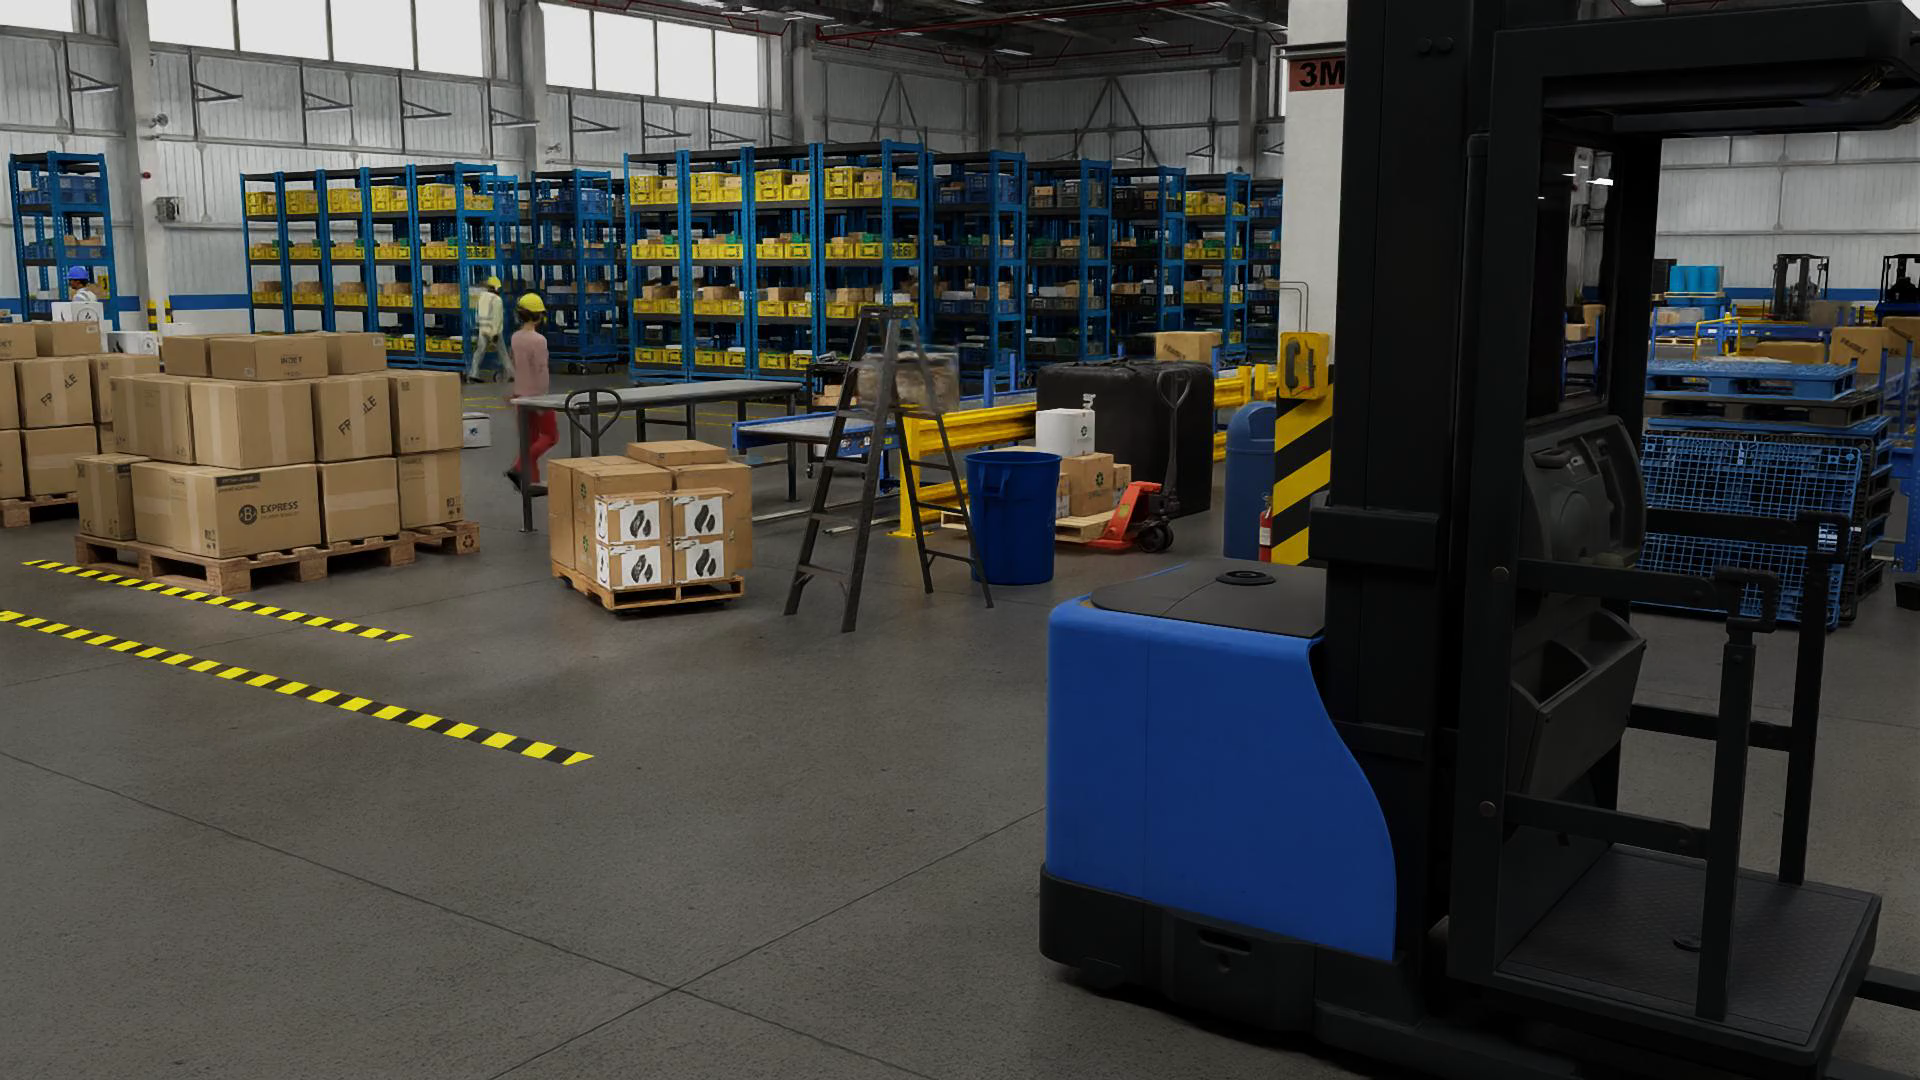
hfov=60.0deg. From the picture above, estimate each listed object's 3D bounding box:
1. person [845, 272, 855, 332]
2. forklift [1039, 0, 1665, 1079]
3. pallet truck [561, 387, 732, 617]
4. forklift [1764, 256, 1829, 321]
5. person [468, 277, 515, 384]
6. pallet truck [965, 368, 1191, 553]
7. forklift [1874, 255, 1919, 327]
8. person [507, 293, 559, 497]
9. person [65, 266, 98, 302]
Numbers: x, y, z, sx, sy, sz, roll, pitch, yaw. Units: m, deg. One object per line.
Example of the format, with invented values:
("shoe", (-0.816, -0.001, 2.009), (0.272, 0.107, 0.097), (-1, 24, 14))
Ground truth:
("person", (-2.210, -4.681, 34.608), (0.573, 1.819, 0.829), (8, 12, 39))
("forklift", (1.249, -0.137, 4.360), (1.873, 2.768, 1.129), (7, 12, 35))
("pallet truck", (-1.981, -0.274, 10.088), (0.680, 1.201, 1.601), (-5, 11, -28))
("forklift", (20.253, -5.854, 40.139), (1.157, 1.987, 2.680), (7, 12, 35))
("person", (-7.719, -3.444, 27.386), (0.603, 1.764, 1.010), (7, 12, 34))
("pallet truck", (0.845, -0.609, 11.869), (1.630, 1.274, 0.653), (7, 12, 35))
("forklift", (22.089, -5.634, 38.796), (1.157, 1.987, 2.680), (6, 11, 33))
("person", (-3.673, -1.216, 14.139), (0.527, 1.754, 0.455), (8, 13, 41))
("person", (-11.810, -2.711, 22.461), (0.386, 1.948, 0.601), (-2, 10, -13))
